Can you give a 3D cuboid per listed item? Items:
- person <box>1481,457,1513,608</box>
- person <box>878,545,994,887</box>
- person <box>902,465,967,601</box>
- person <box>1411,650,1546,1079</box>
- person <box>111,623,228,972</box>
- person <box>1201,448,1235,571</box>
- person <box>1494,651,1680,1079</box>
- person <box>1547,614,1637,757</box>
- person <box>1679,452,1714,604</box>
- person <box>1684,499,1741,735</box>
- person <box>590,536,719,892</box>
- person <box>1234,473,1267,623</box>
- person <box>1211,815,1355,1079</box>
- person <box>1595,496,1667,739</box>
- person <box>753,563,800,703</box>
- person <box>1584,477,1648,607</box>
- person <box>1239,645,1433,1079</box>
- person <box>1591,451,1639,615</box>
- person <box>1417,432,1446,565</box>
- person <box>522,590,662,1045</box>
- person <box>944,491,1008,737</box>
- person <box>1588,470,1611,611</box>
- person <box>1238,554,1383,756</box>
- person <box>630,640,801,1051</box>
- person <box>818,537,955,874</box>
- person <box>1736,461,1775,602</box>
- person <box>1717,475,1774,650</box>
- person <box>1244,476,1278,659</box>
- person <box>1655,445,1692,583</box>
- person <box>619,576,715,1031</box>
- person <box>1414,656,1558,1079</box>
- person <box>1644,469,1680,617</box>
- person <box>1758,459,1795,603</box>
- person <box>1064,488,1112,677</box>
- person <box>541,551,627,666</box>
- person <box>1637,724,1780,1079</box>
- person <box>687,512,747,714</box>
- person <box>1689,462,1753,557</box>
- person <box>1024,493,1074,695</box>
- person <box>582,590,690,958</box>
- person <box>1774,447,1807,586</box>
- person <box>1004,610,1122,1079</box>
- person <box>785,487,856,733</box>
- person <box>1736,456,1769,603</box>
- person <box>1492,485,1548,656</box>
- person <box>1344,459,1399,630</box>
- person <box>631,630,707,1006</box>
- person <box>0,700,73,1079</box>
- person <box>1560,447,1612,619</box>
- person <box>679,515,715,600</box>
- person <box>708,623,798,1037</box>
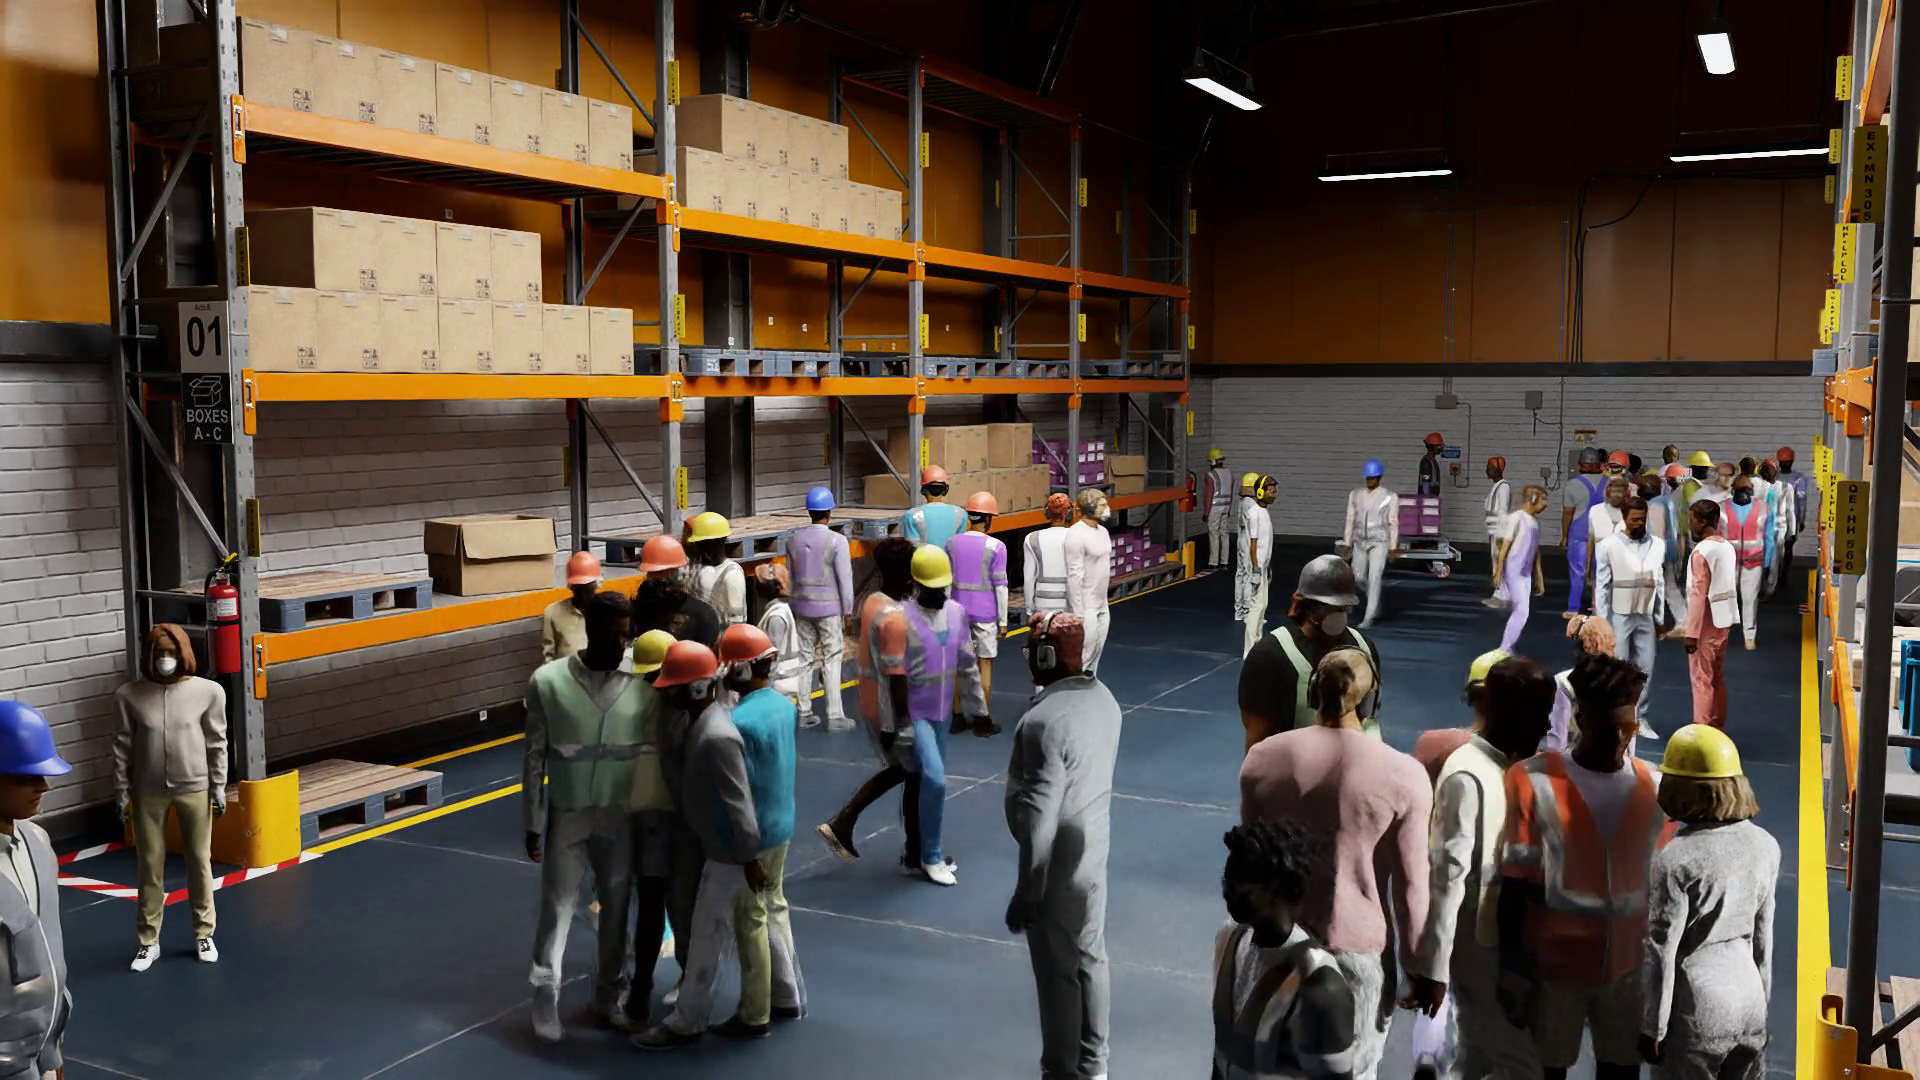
[{"bbox_3d":[6.682,-0.098,20.641,0.354,1.877,0.573,1,5,7],"label":"person"},{"bbox_3d":[-0.121,0.961,9.212,0.629,1.887,0.719,4,7,40],"label":"person"},{"bbox_3d":[-0.235,0.349,14.902,0.615,2.042,0.372,-2,6,-24],"label":"person"},{"bbox_3d":[1.946,1.298,6.330,0.558,1.736,0.745,2,6,24],"label":"person"},{"bbox_3d":[-3.733,1.204,7.878,0.500,1.636,0.286,-2,6,-21],"label":"person"},{"bbox_3d":[3.803,-0.450,24.650,0.588,1.829,0.404,-5,7,-43],"label":"person"},{"bbox_3d":[1.965,1.296,5.298,0.617,1.942,0.734,0,5,-1],"label":"person"},{"bbox_3d":[3.117,1.182,8.188,0.530,1.627,0.323,-2,6,-24],"label":"person"},{"bbox_3d":[9.224,-0.147,20.865,0.367,1.927,0.590,2,6,25],"label":"person"},{"bbox_3d":[5.589,0.649,12.415,0.405,1.909,0.597,5,7,43],"label":"person"},{"bbox_3d":[-1.603,0.940,9.124,0.634,1.930,1.035,2,6,21],"label":"person"},{"bbox_3d":[3.369,0.089,19.299,0.294,1.744,0.486,-1,5,-14],"label":"person"},{"bbox_3d":[0.891,1.524,4.323,0.837,1.664,0.540,-2,6,-18],"label":"person"},{"bbox_3d":[5.193,0.606,12.928,0.598,1.910,0.398,-1,6,-16],"label":"person"},{"bbox_3d":[-1.186,0.957,10.540,0.340,1.639,0.518,-1,5,-8],"label":"person"},{"bbox_3d":[6.664,0.269,16.907,0.606,1.830,0.436,3,6,30],"label":"person"},{"bbox_3d":[1.196,1.298,5.343,0.634,1.929,0.380,3,6,33],"label":"person"},{"bbox_3d":[7.685,-0.046,19.496,0.409,1.984,0.613,-5,7,-43],"label":"person"},{"bbox_3d":[7.215,-0.628,25.456,0.404,2.038,0.605,3,6,26],"label":"person"},{"bbox_3d":[-1.552,1.150,7.059,0.606,1.899,0.413,-3,6,-29],"label":"person"},{"bbox_3d":[0.141,0.582,13.068,0.548,1.924,0.387,3,6,28],"label":"person"},{"bbox_3d":[7.781,0.028,20.026,0.323,1.737,0.486,-1,5,-7],"label":"person"},{"bbox_3d":[1.575,1.066,7.202,0.688,2.000,0.536,-2,6,-24],"label":"person"},{"bbox_3d":[-1.018,1.259,7.023,0.758,1.700,0.584,-1,6,-15],"label":"person"},{"bbox_3d":[-0.381,0.932,9.273,0.680,1.918,0.639,-1,6,-15],"label":"person"},{"bbox_3d":[9.962,-0.113,21.102,0.669,1.822,0.439,3,6,28],"label":"person"},{"bbox_3d":[8.107,0.238,17.298,0.624,1.829,0.431,2,6,21],"label":"person"},{"bbox_3d":[3.015,0.286,16.612,0.344,1.856,0.525,2,6,22],"label":"person"},{"bbox_3d":[9.840,-0.354,23.046,0.629,1.937,0.373,-1,5,-13],"label":"person"},{"bbox_3d":[-1.380,1.122,7.285,0.640,1.908,0.711,-1,5,-10],"label":"person"},{"bbox_3d":[1.714,1.317,5.341,0.511,1.880,0.666,3,6,32],"label":"person"},{"bbox_3d":[8.233,0.040,19.787,0.379,1.759,0.611,-4,7,-39],"label":"person"},{"bbox_3d":[10.336,-0.125,21.265,0.595,1.830,0.836,5,7,41],"label":"person"},{"bbox_3d":[1.046,0.548,13.346,0.368,1.936,0.645,3,6,27],"label":"person"},{"bbox_3d":[-2.302,0.933,10.236,0.567,1.741,0.353,0,5,1],"label":"person"},{"bbox_3d":[2.245,1.421,5.052,0.492,1.734,0.324,-2,6,-23],"label":"person"},{"bbox_3d":[-1.617,0.768,11.066,0.390,1.918,0.589,-3,6,-27],"label":"person"},{"bbox_3d":[8.611,0.064,18.783,0.669,1.887,0.427,1,5,11],"label":"person"},{"bbox_3d":[0.805,0.558,13.520,0.574,1.883,0.356,1,5,9],"label":"person"},{"bbox_3d":[-1.487,1.103,7.909,0.456,1.831,0.548,-3,6,-26],"label":"person"},{"bbox_3d":[11.179,-0.305,22.623,0.580,1.912,0.752,4,7,38],"label":"person"},{"bbox_3d":[0.363,1.214,6.352,0.403,1.905,0.676,3,6,27],"label":"person"},{"bbox_3d":[-1.106,0.553,13.206,0.612,1.950,0.377,3,6,29],"label":"person"},{"bbox_3d":[9.906,-0.120,21.006,0.556,1.872,0.447,2,6,23],"label":"person"},{"bbox_3d":[5.436,0.363,16.115,0.432,1.792,0.606,5,7,42],"label":"person"},{"bbox_3d":[4.686,0.035,18.861,0.625,1.929,0.698,4,7,37],"label":"person"},{"bbox_3d":[-1.211,1.228,7.240,0.531,1.707,0.557,3,6,25],"label":"person"},{"bbox_3d":[-2.521,1.382,4.362,0.417,1.939,0.605,0,5,-2],"label":"person"},{"bbox_3d":[7.347,-0.078,19.515,0.672,2.000,0.536,0,5,-2],"label":"person"},{"bbox_3d":[-1.737,0.772,11.211,0.354,1.883,0.576,-1,5,-14],"label":"person"},{"bbox_3d":[-0.892,1.224,7.111,0.348,1.740,0.574,1,6,16],"label":"person"}]
